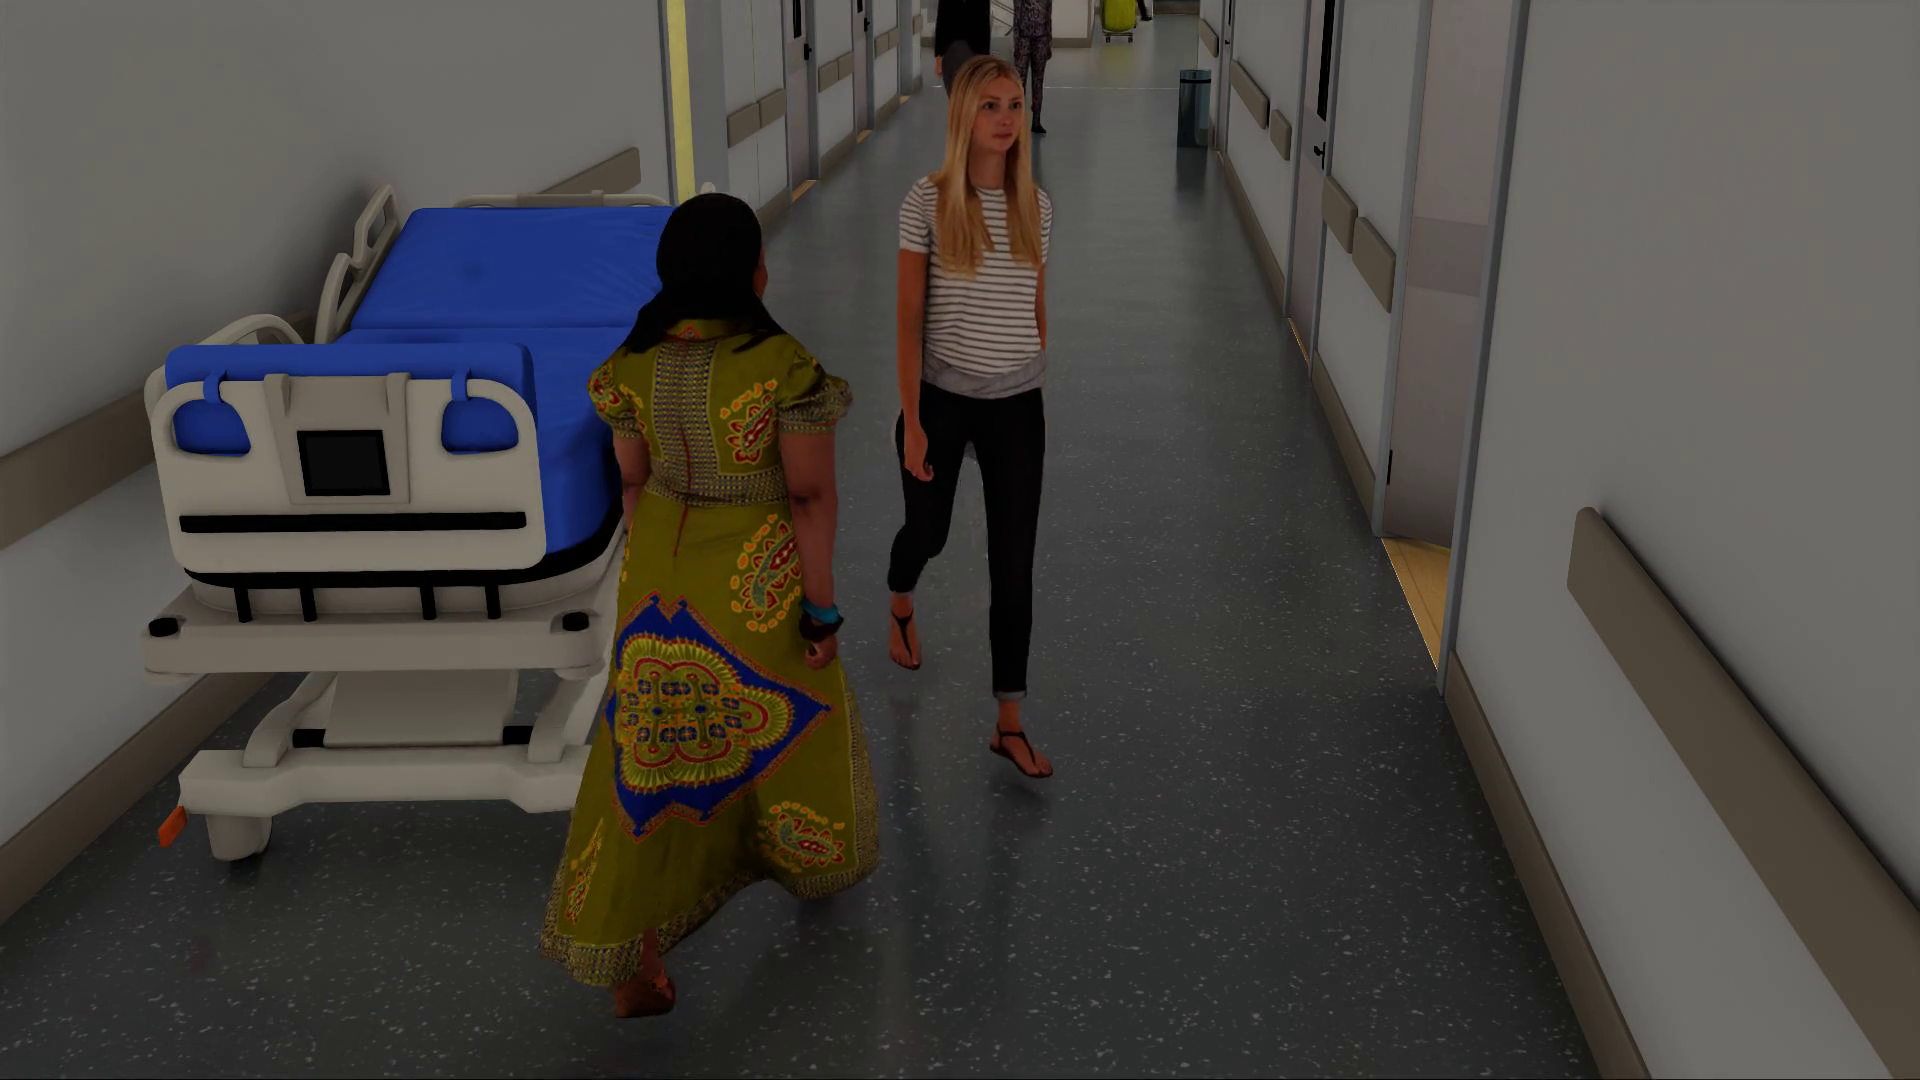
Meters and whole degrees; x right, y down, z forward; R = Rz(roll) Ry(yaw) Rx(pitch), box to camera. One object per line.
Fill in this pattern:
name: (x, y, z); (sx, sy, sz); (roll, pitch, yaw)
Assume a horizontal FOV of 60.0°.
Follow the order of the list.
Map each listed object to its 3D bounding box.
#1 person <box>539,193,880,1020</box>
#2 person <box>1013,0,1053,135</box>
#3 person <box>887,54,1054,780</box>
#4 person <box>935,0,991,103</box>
person: (-0.502, 0.174, 3.309); (1.310, 1.622, 0.947); (5, 21, 13)
person: (0.724, -4.992, 16.819); (0.571, 1.715, 0.695); (-5, 21, -14)
person: (-0.020, -0.331, 4.411); (1.200, 1.787, 1.011); (-7, 22, -18)
person: (0.013, -3.908, 13.833); (1.132, 1.802, 0.692); (3, 21, 7)
